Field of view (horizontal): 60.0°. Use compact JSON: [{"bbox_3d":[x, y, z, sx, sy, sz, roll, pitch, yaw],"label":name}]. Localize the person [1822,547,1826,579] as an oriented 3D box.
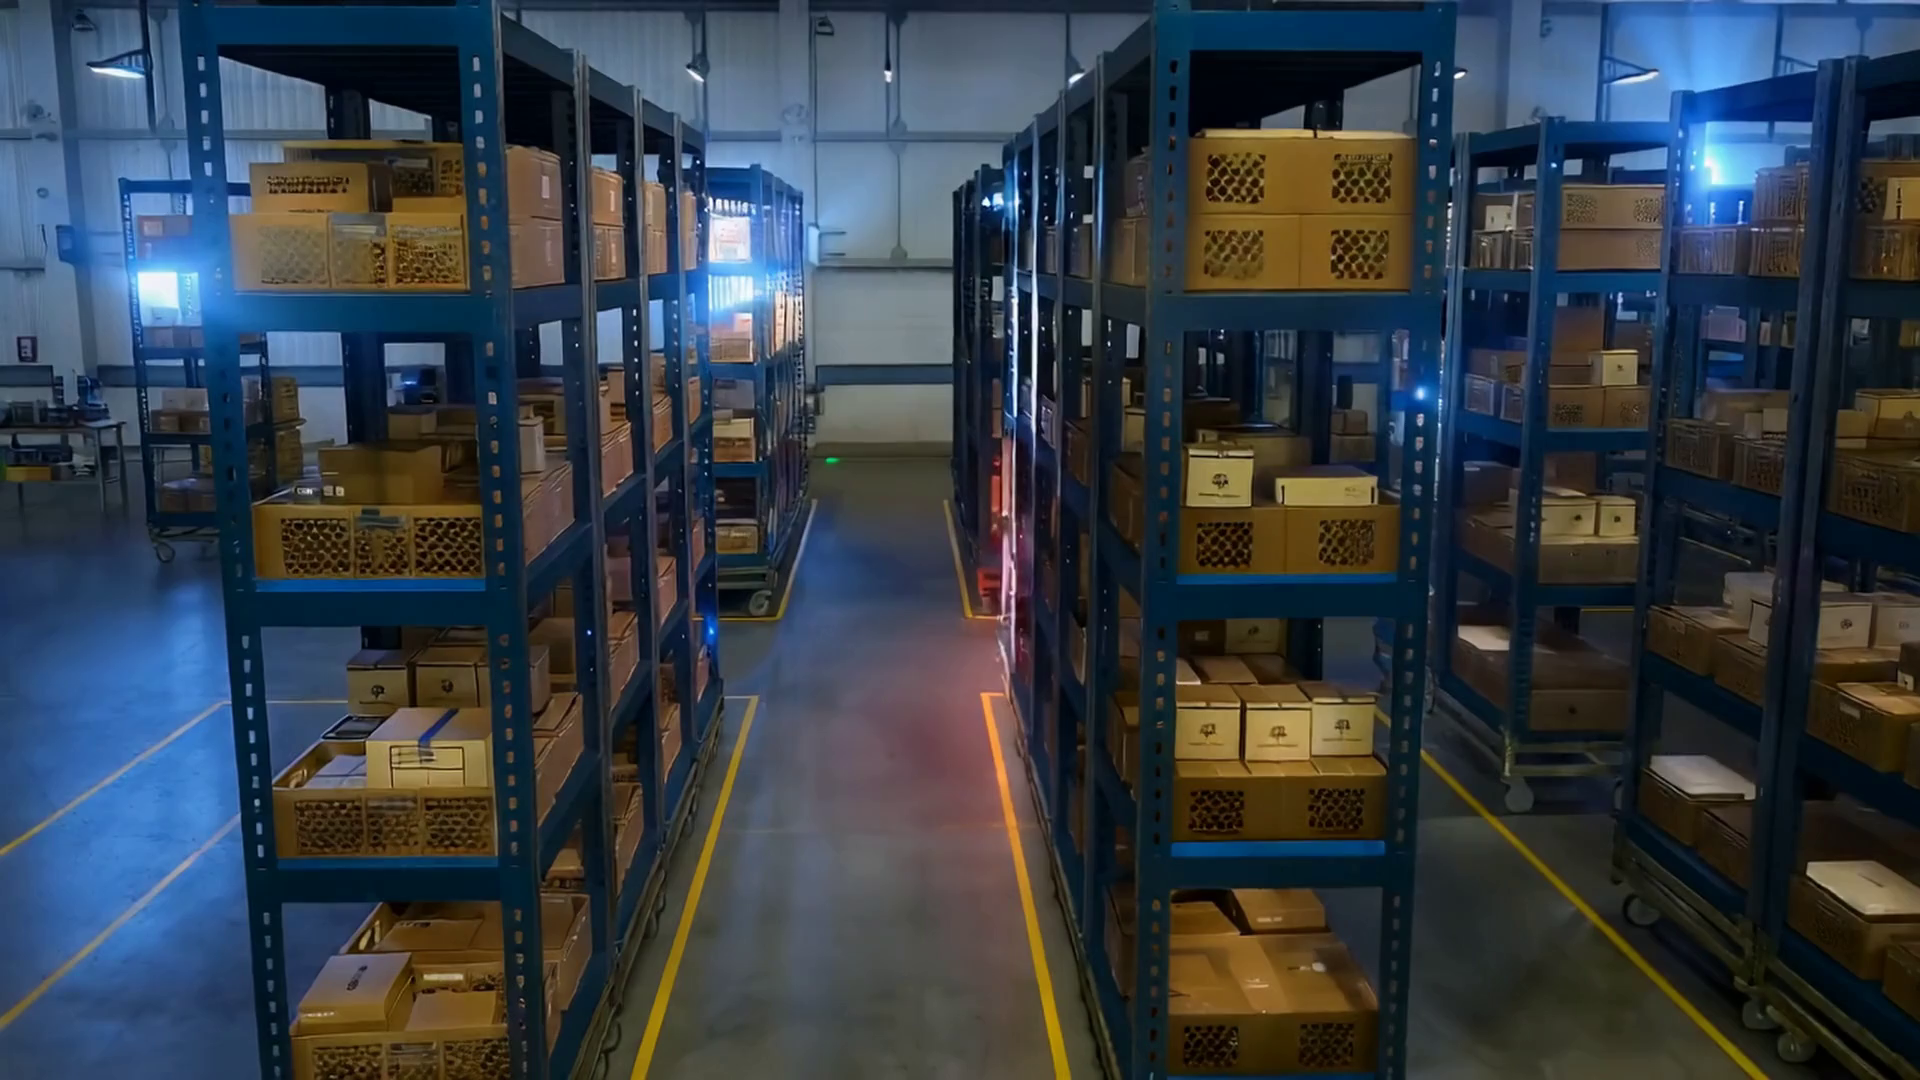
[{"bbox_3d":[6.300,-0.212,12.389,0.387,2.039,0.614,3,10,18],"label":"person"}]
